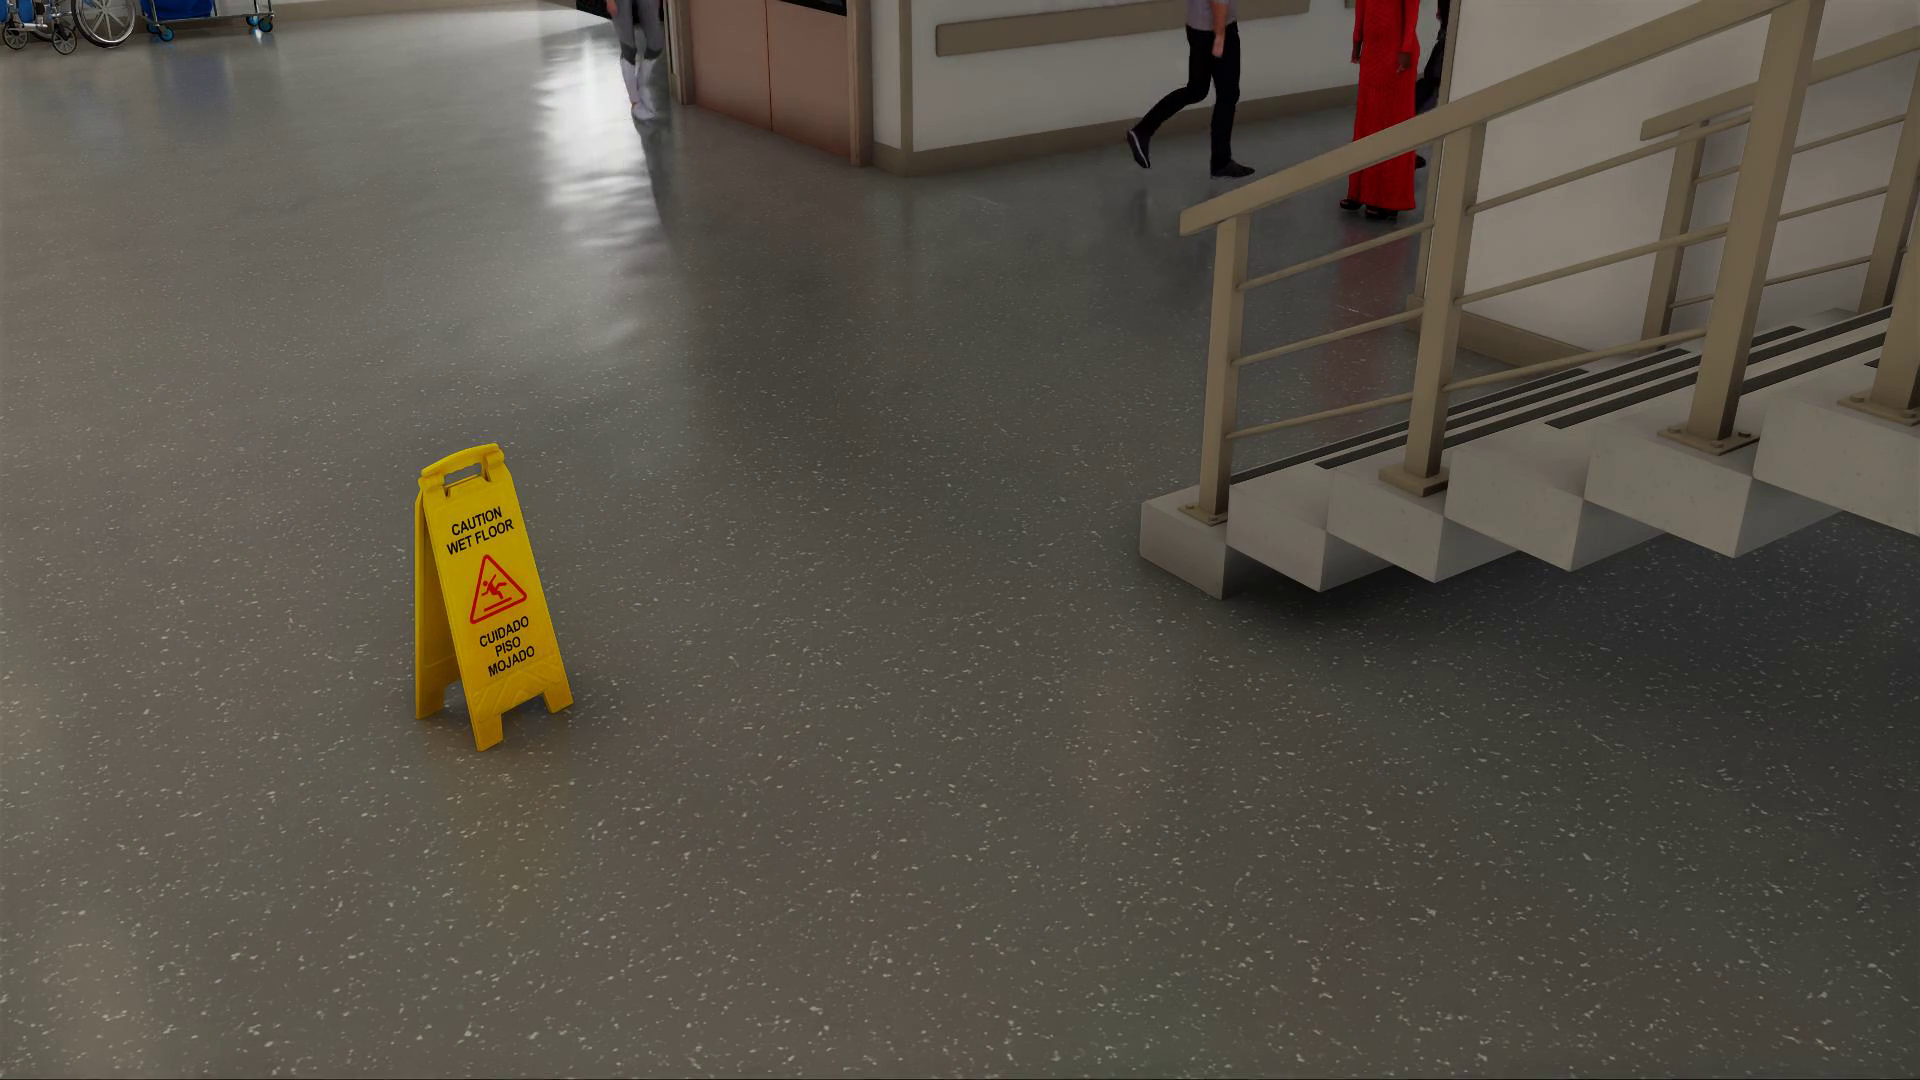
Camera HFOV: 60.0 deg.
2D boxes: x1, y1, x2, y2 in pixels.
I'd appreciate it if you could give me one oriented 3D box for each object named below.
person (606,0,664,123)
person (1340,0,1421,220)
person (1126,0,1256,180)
[{"bbox_3d":[-2.337,-3.809,11.624,0.576,1.699,0.604,-18,31,-32],"label":"person"},{"bbox_3d":[2.376,-2.678,9.178,0.687,1.785,0.550,-16,30,-29],"label":"person"},{"bbox_3d":[1.407,-3.056,9.920,0.966,1.821,1.065,-5,26,-11],"label":"person"}]
